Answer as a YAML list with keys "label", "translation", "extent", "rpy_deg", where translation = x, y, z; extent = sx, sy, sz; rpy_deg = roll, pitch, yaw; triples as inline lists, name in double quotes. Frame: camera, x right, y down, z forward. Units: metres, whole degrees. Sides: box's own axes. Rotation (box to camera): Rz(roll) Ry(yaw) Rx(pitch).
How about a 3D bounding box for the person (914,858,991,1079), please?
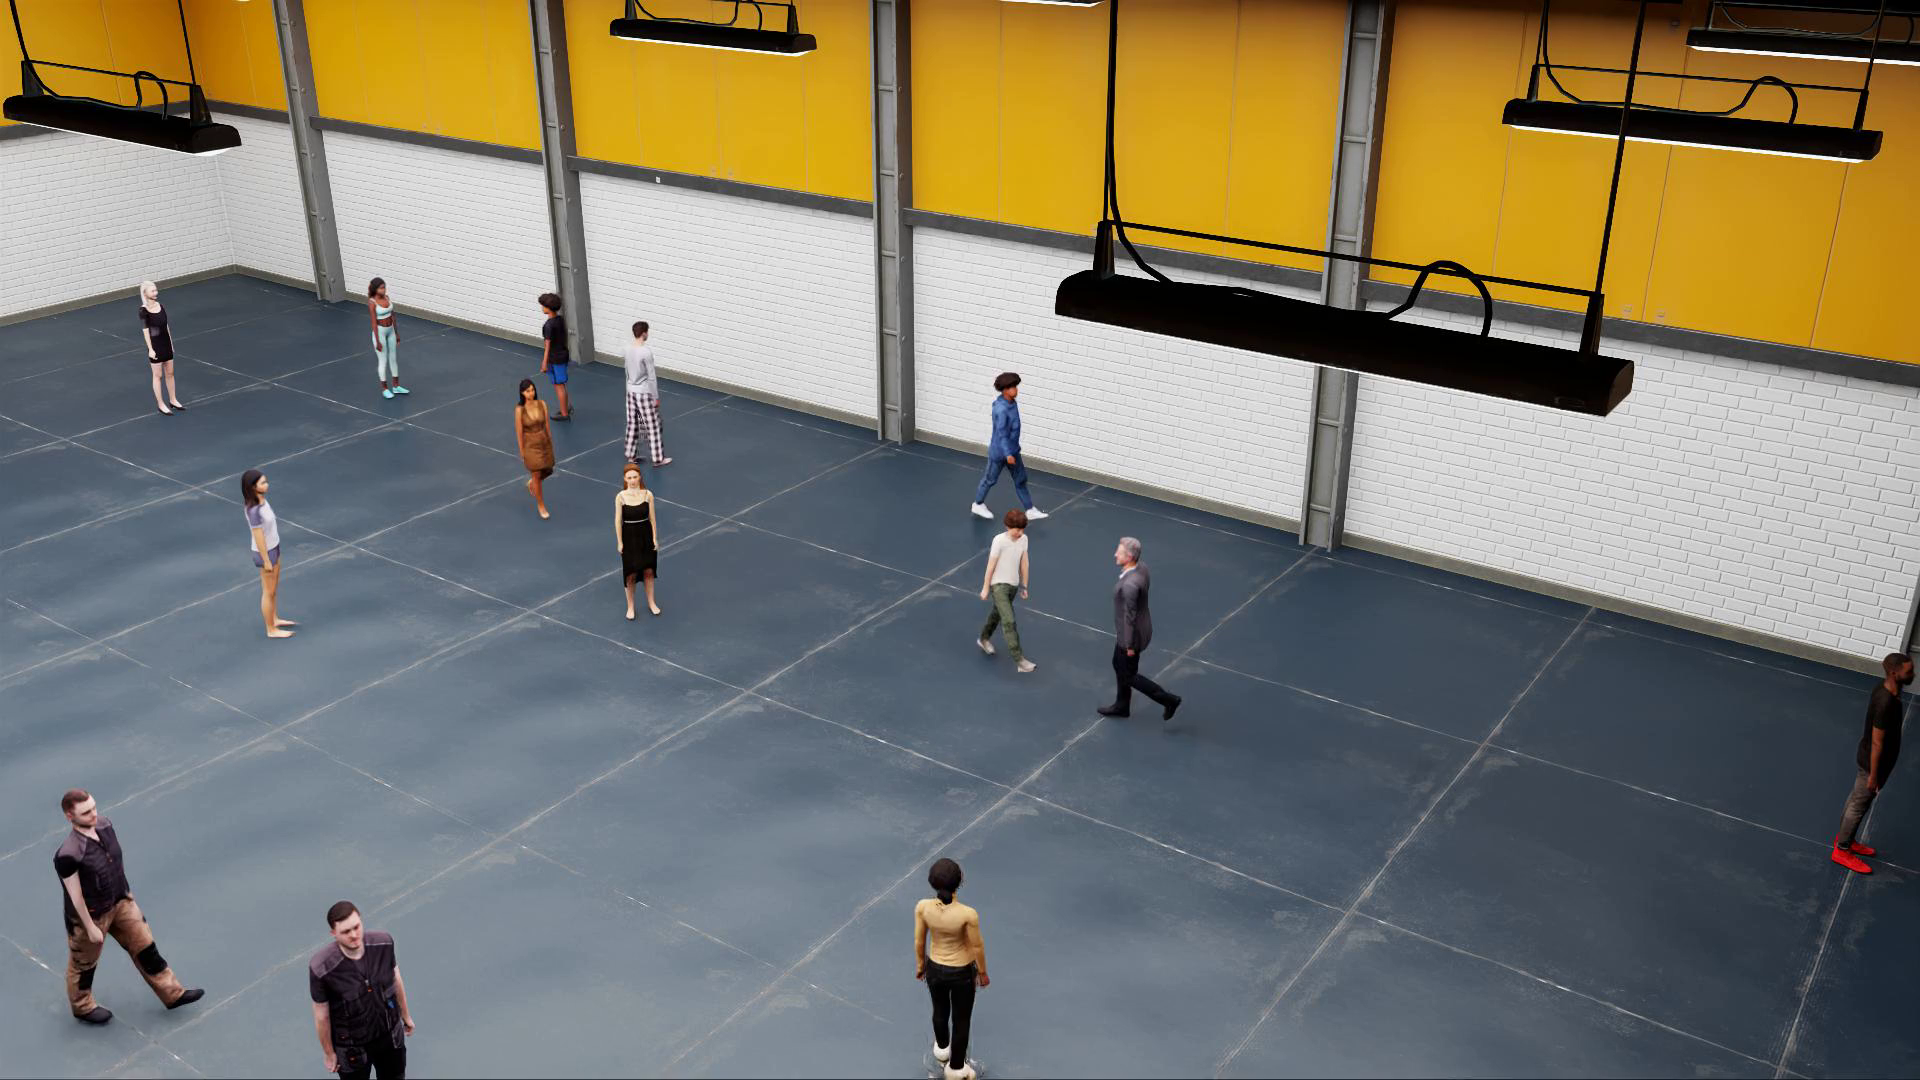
- label: "person"
  translation: [-0.072, 2.742, 10.557]
  extent: [0.735, 1.662, 0.758]
  rpy_deg: [11, 26, 23]

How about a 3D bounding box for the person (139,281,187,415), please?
- label: "person"
  translation: [-10.897, -2.621, 22.614]
  extent: [0.578, 1.832, 0.622]
  rpy_deg: [7, 25, 16]

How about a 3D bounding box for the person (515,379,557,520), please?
- label: "person"
  translation: [-4.951, -1.077, 19.279]
  extent: [0.672, 1.673, 0.837]
  rpy_deg: [-20, 31, -38]

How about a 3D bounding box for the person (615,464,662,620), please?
- label: "person"
  translation: [-3.277, -0.008, 16.893]
  extent: [0.672, 1.625, 0.716]
  rpy_deg: [-9, 25, -20]

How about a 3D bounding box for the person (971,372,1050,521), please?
- label: "person"
  translation: [0.432, -1.041, 19.081]
  extent: [1.169, 1.767, 0.741]
  rpy_deg: [13, 27, 27]

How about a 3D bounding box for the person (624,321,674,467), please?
- label: "person"
  translation: [-3.986, -1.825, 20.784]
  extent: [0.554, 1.837, 0.752]
  rpy_deg: [14, 27, 30]

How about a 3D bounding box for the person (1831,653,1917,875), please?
- label: "person"
  translation: [7.041, 1.679, 12.811]
  extent: [0.530, 1.805, 0.661]
  rpy_deg: [14, 27, 28]

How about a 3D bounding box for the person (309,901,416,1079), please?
- label: "person"
  translation: [-3.534, 2.935, 9.885]
  extent: [0.630, 1.846, 0.745]
  rpy_deg: [20, 31, 39]

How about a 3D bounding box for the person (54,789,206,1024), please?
- label: "person"
  translation: [-5.821, 2.446, 11.066]
  extent: [1.207, 1.796, 0.973]
  rpy_deg: [4, 24, 10]

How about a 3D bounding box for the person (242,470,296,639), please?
- label: "person"
  translation: [-6.873, 0.117, 16.473]
  extent: [0.709, 1.733, 0.631]
  rpy_deg: [-6, 24, -13]

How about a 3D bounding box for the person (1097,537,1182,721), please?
- label: "person"
  translation: [1.600, 0.836, 14.731]
  extent: [1.126, 1.811, 0.934]
  rpy_deg: [6, 24, 14]

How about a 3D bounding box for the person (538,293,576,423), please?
- label: "person"
  translation: [-5.313, -2.432, 22.236]
  extent: [0.734, 1.788, 0.735]
  rpy_deg: [4, 24, 10]

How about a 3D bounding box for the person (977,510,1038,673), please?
- label: "person"
  translation: [0.381, 0.437, 15.912]
  extent: [0.841, 1.595, 1.216]
  rpy_deg: [-16, 28, -33]

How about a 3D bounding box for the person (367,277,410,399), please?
- label: "person"
  translation: [-8.052, -2.844, 23.258]
  extent: [0.580, 1.724, 0.591]
  rpy_deg: [11, 26, 24]
